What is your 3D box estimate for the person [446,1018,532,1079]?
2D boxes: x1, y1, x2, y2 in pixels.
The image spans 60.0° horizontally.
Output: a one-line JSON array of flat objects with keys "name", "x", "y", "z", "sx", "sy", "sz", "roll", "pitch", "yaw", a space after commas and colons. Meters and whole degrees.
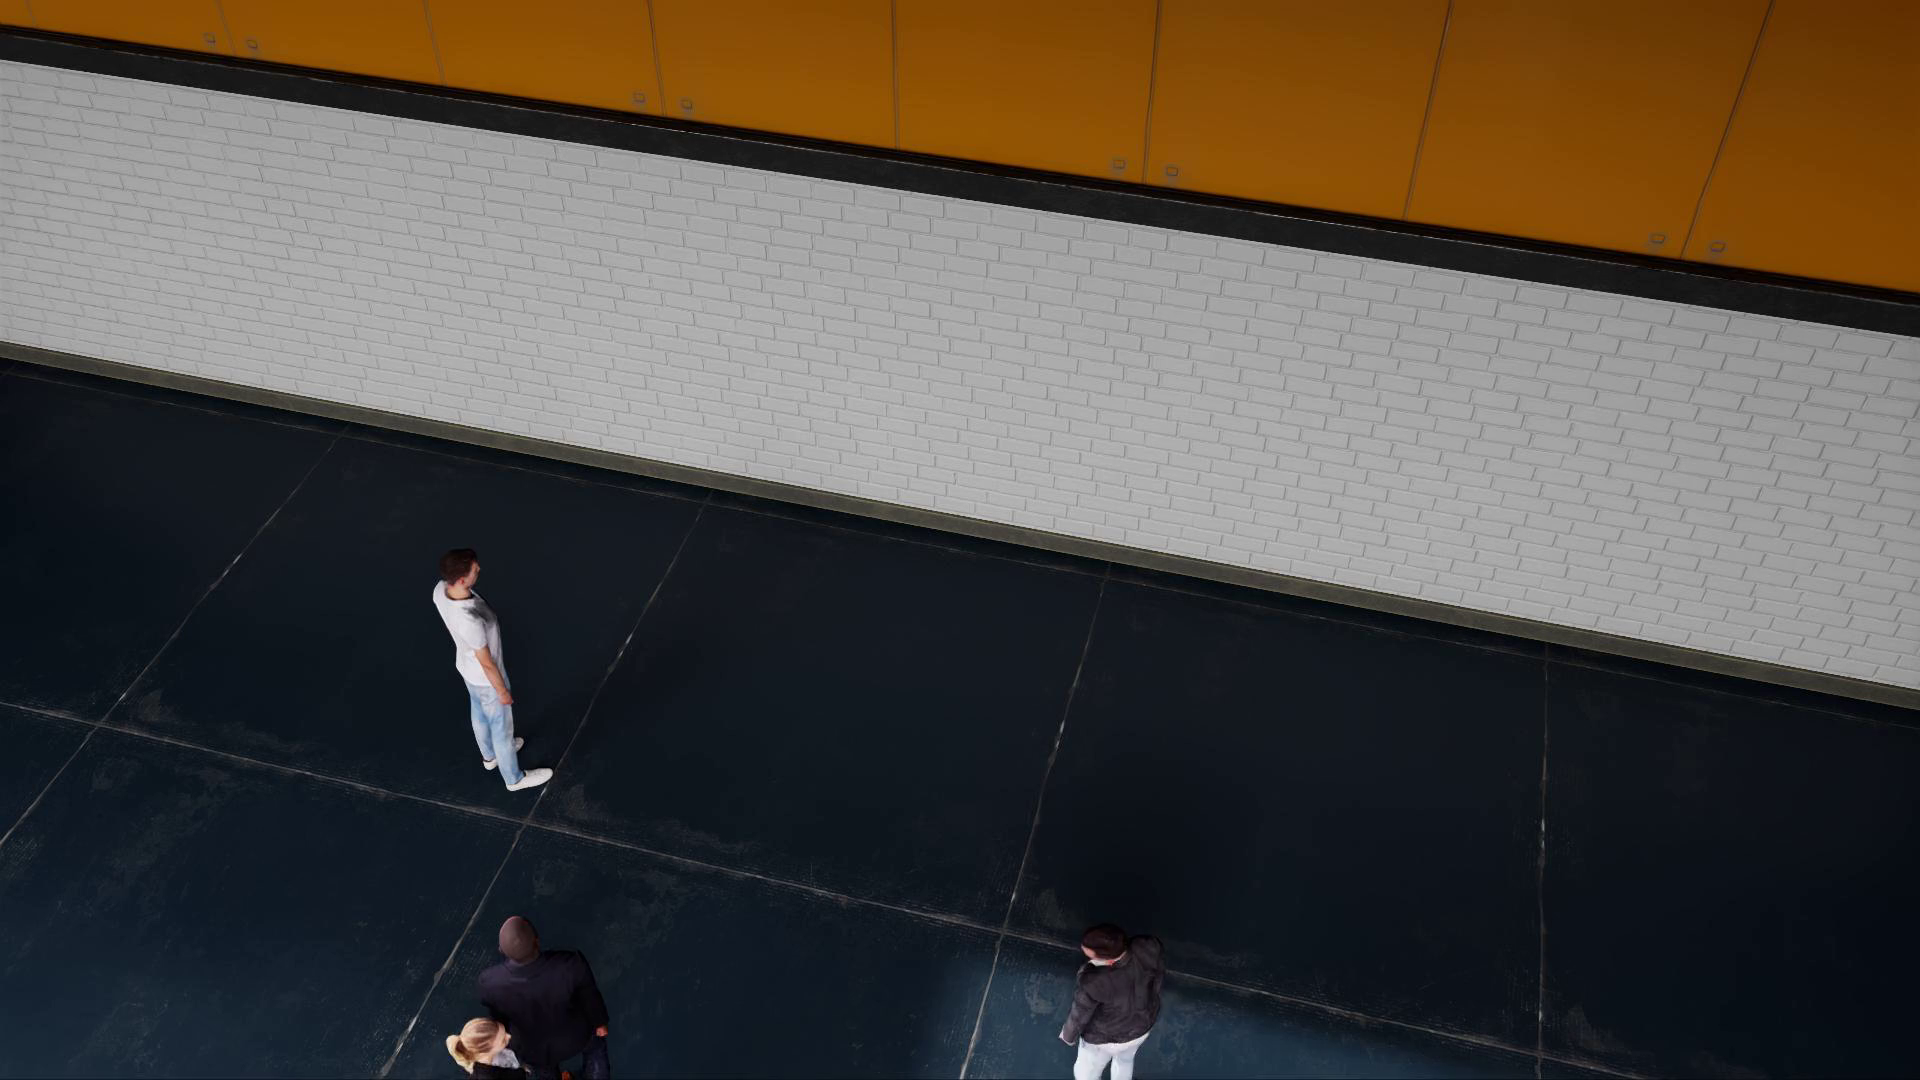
[{"name": "person", "x": -2.239, "y": 2.774, "z": 7.825, "sx": 1.006, "sy": 1.677, "sz": 0.925, "roll": -27, "pitch": 50, "yaw": -25}]

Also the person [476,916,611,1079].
[{"name": "person", "x": -1.998, "y": 2.438, "z": 8.085, "sx": 0.916, "sy": 1.807, "sz": 1.002, "roll": -6, "pitch": 44, "yaw": -6}]

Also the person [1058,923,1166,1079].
[{"name": "person", "x": 0.791, "y": 2.360, "z": 8.167, "sx": 0.784, "sy": 1.808, "sz": 0.838, "roll": -10, "pitch": 44, "yaw": -10}]

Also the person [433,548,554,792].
[{"name": "person", "x": -2.822, "y": 0.765, "z": 9.804, "sx": 0.750, "sy": 1.857, "sz": 0.726, "roll": -28, "pitch": 50, "yaw": -27}]
